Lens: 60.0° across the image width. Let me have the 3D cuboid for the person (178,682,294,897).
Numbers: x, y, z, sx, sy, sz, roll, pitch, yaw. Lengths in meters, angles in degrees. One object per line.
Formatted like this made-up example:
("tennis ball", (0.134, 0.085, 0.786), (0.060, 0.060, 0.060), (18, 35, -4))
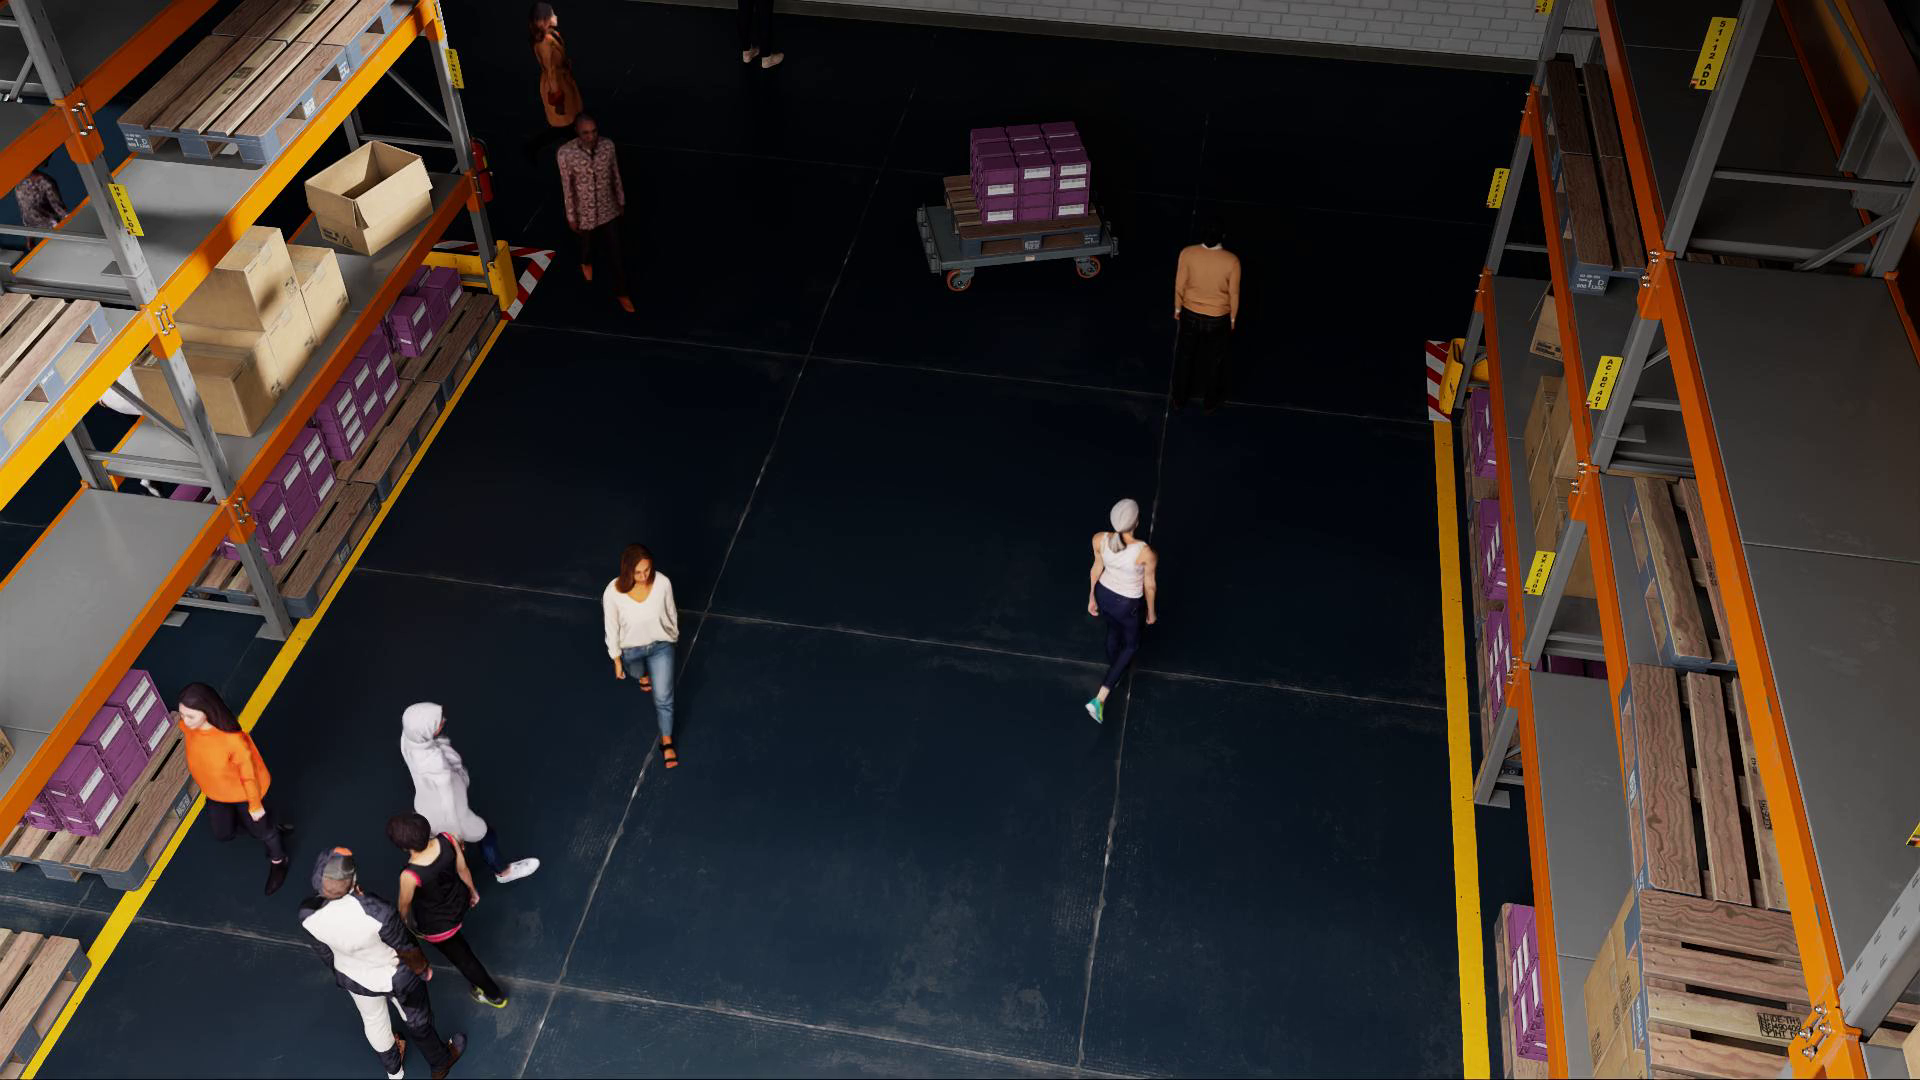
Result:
("person", (-4.064, 1.360, 9.503), (0.679, 1.737, 0.722), (16, 46, 16))

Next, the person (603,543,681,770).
("person", (-1.988, 0.595, 10.376), (0.926, 1.640, 1.177), (-9, 44, -10))

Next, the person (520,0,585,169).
("person", (-3.770, -4.079, 15.234), (0.872, 1.707, 0.909), (-2, 44, -2))

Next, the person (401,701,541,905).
("person", (-2.944, 1.559, 9.283), (0.894, 1.752, 0.998), (32, 52, 29))

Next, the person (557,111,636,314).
("person", (-3.063, -2.774, 13.811), (1.013, 1.779, 1.129), (-19, 47, -19))

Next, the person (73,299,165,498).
("person", (-6.052, -1.070, 12.109), (0.699, 1.660, 0.996), (3, 44, 3))

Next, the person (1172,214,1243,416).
("person", (1.876, -1.721, 12.724), (0.684, 1.754, 0.623), (12, 45, 13))

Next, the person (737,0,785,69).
("person", (-2.104, -5.687, 16.847), (0.731, 1.811, 0.730), (24, 49, 23))

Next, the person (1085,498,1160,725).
("person", (0.976, 0.473, 10.474), (0.843, 1.682, 1.070), (23, 48, 22))

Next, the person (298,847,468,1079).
("person", (-2.980, 2.196, 8.512), (0.707, 1.893, 0.621), (2, 44, 2))

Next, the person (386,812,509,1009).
("person", (-2.722, 2.028, 8.963), (0.752, 1.514, 0.961), (18, 47, 18))
